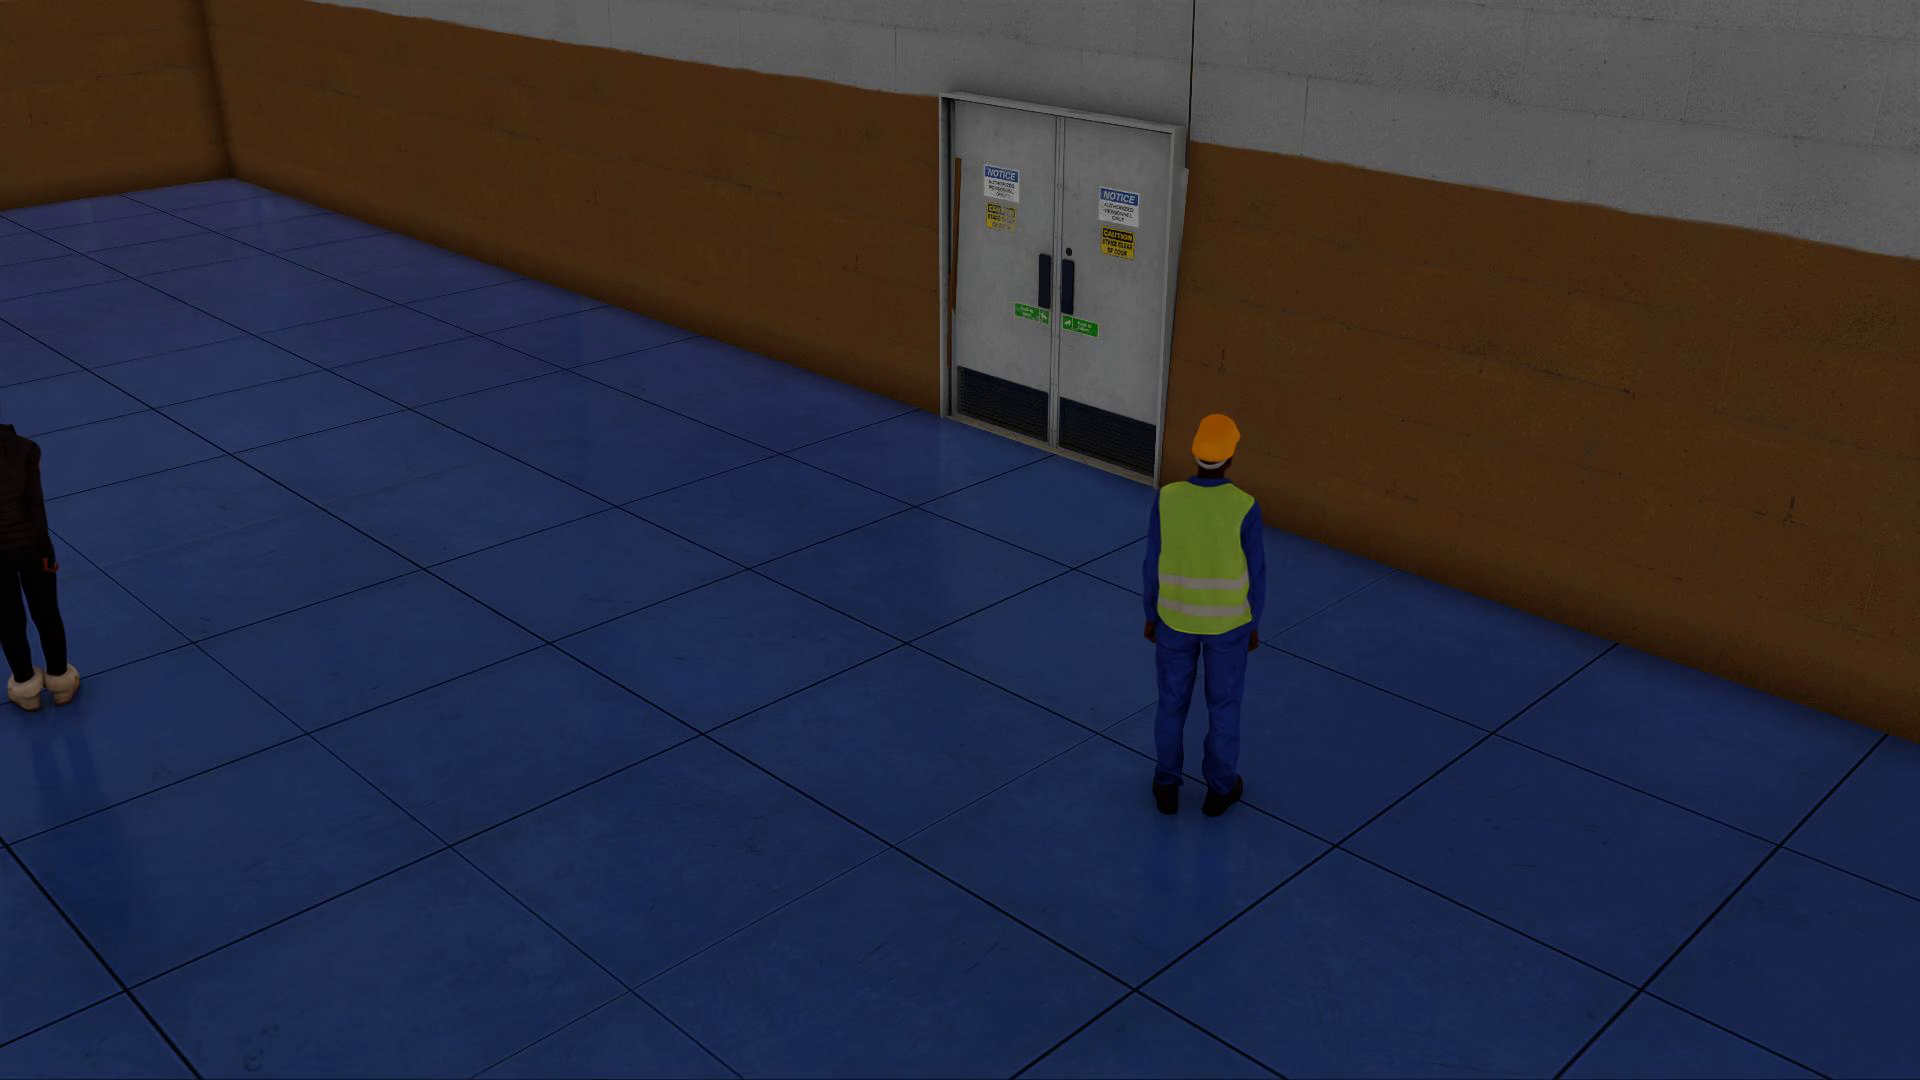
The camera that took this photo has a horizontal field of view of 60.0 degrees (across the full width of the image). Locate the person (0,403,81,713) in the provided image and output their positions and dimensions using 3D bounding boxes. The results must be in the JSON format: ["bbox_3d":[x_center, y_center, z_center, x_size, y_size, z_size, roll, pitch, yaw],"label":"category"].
[{"bbox_3d":[-4.456,0.055,7.829,0.667,1.661,0.604,8,25,19],"label":"person"}]

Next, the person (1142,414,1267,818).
[{"bbox_3d":[1.020,0.324,7.025,0.760,1.813,0.765,5,24,12],"label":"person"}]
